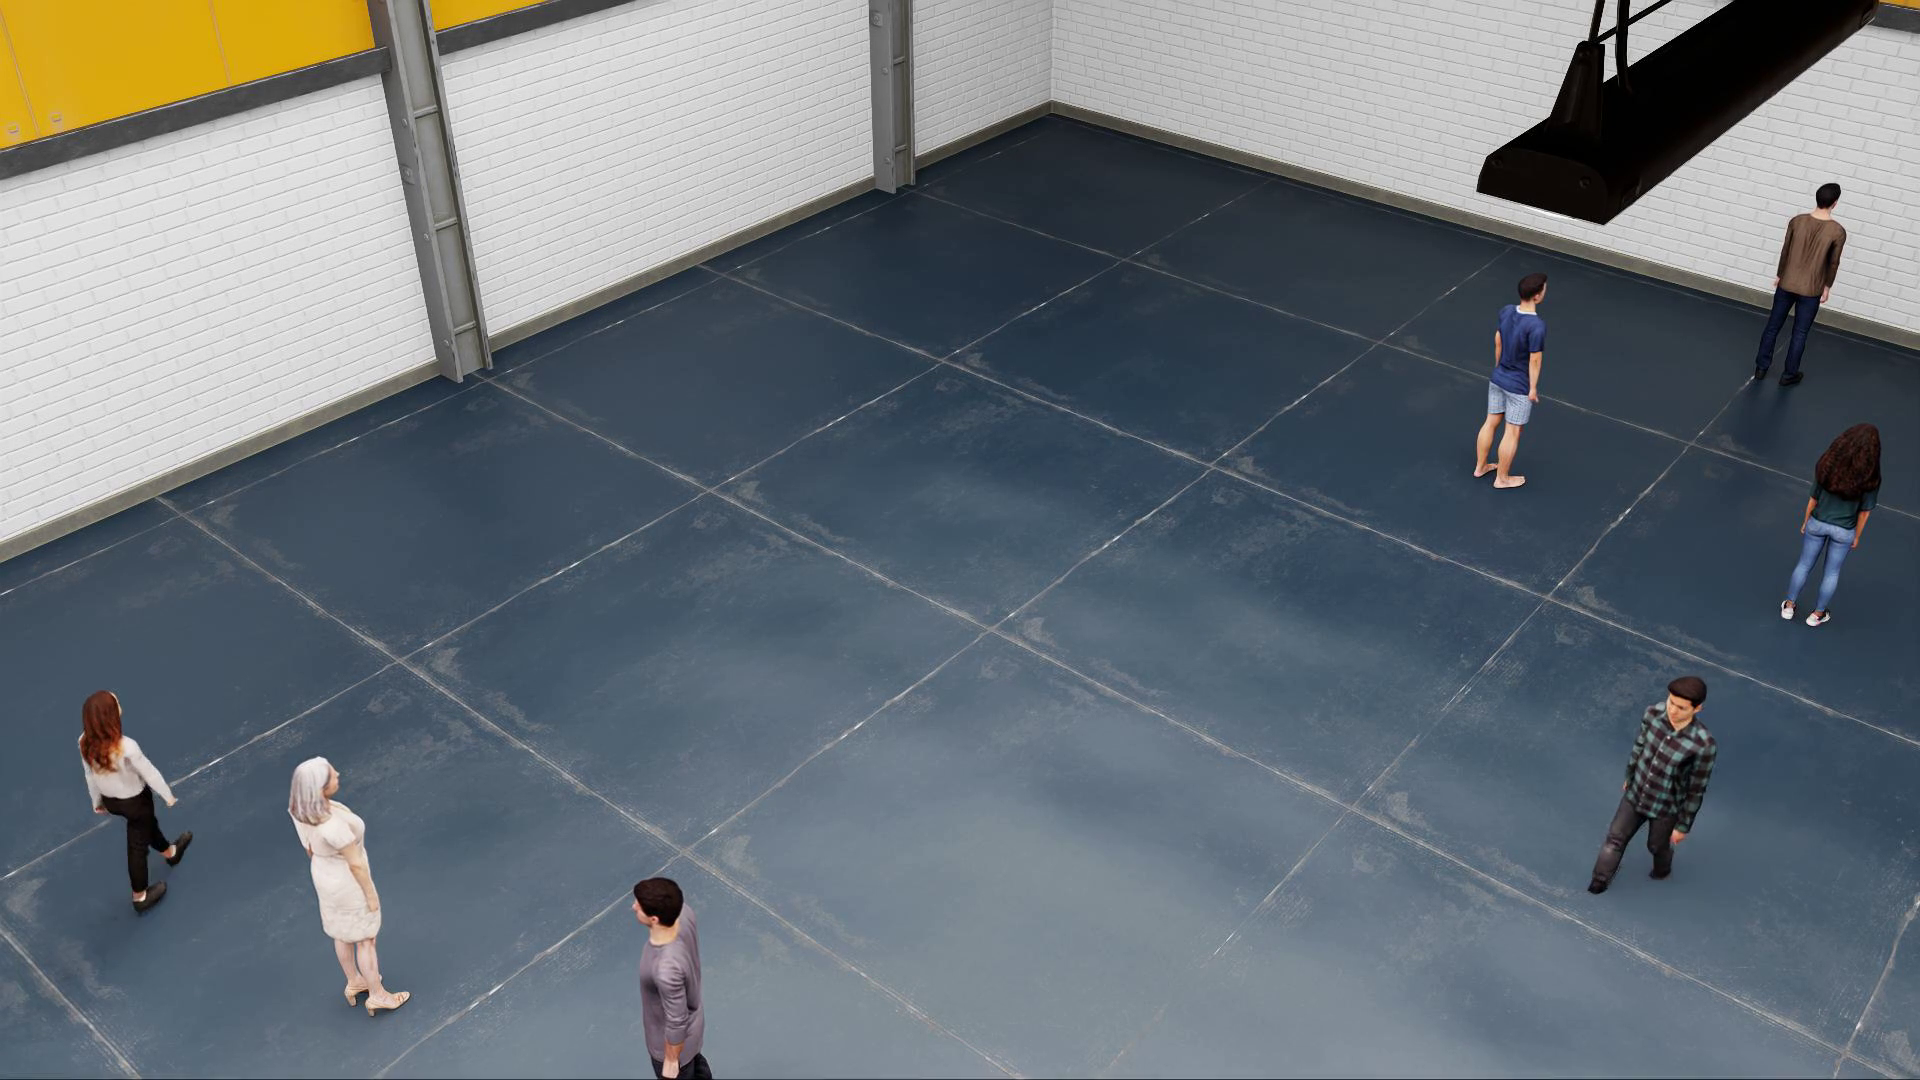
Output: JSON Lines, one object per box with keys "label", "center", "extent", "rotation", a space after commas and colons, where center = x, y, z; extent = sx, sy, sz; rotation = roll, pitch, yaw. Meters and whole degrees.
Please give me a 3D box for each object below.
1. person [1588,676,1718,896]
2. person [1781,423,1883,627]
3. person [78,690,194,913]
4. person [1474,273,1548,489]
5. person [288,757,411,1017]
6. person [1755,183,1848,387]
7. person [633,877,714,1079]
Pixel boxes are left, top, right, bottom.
{"label": "person", "center": [4.089, 1.451, 9.647], "extent": [1.035, 1.701, 0.855], "rotation": [-20, 39, -28]}
{"label": "person", "center": [6.222, -0.109, 11.859], "extent": [0.598, 1.617, 0.591], "rotation": [23, 40, 30]}
{"label": "person", "center": [-4.809, 1.538, 9.522], "extent": [0.783, 1.461, 0.926], "rotation": [8, 34, 12]}
{"label": "person", "center": [4.463, -1.288, 13.423], "extent": [0.679, 1.850, 0.691], "rotation": [-17, 37, -24]}
{"label": "person", "center": [-3.263, 1.843, 8.815], "extent": [0.613, 1.736, 0.560], "rotation": [21, 39, 28]}
{"label": "person", "center": [7.536, -2.294, 14.902], "extent": [0.646, 1.887, 0.542], "rotation": [26, 42, 34]}
{"label": "person", "center": [-1.362, 2.316, 7.997], "extent": [0.799, 1.853, 0.725], "rotation": [-1, 34, -2]}
